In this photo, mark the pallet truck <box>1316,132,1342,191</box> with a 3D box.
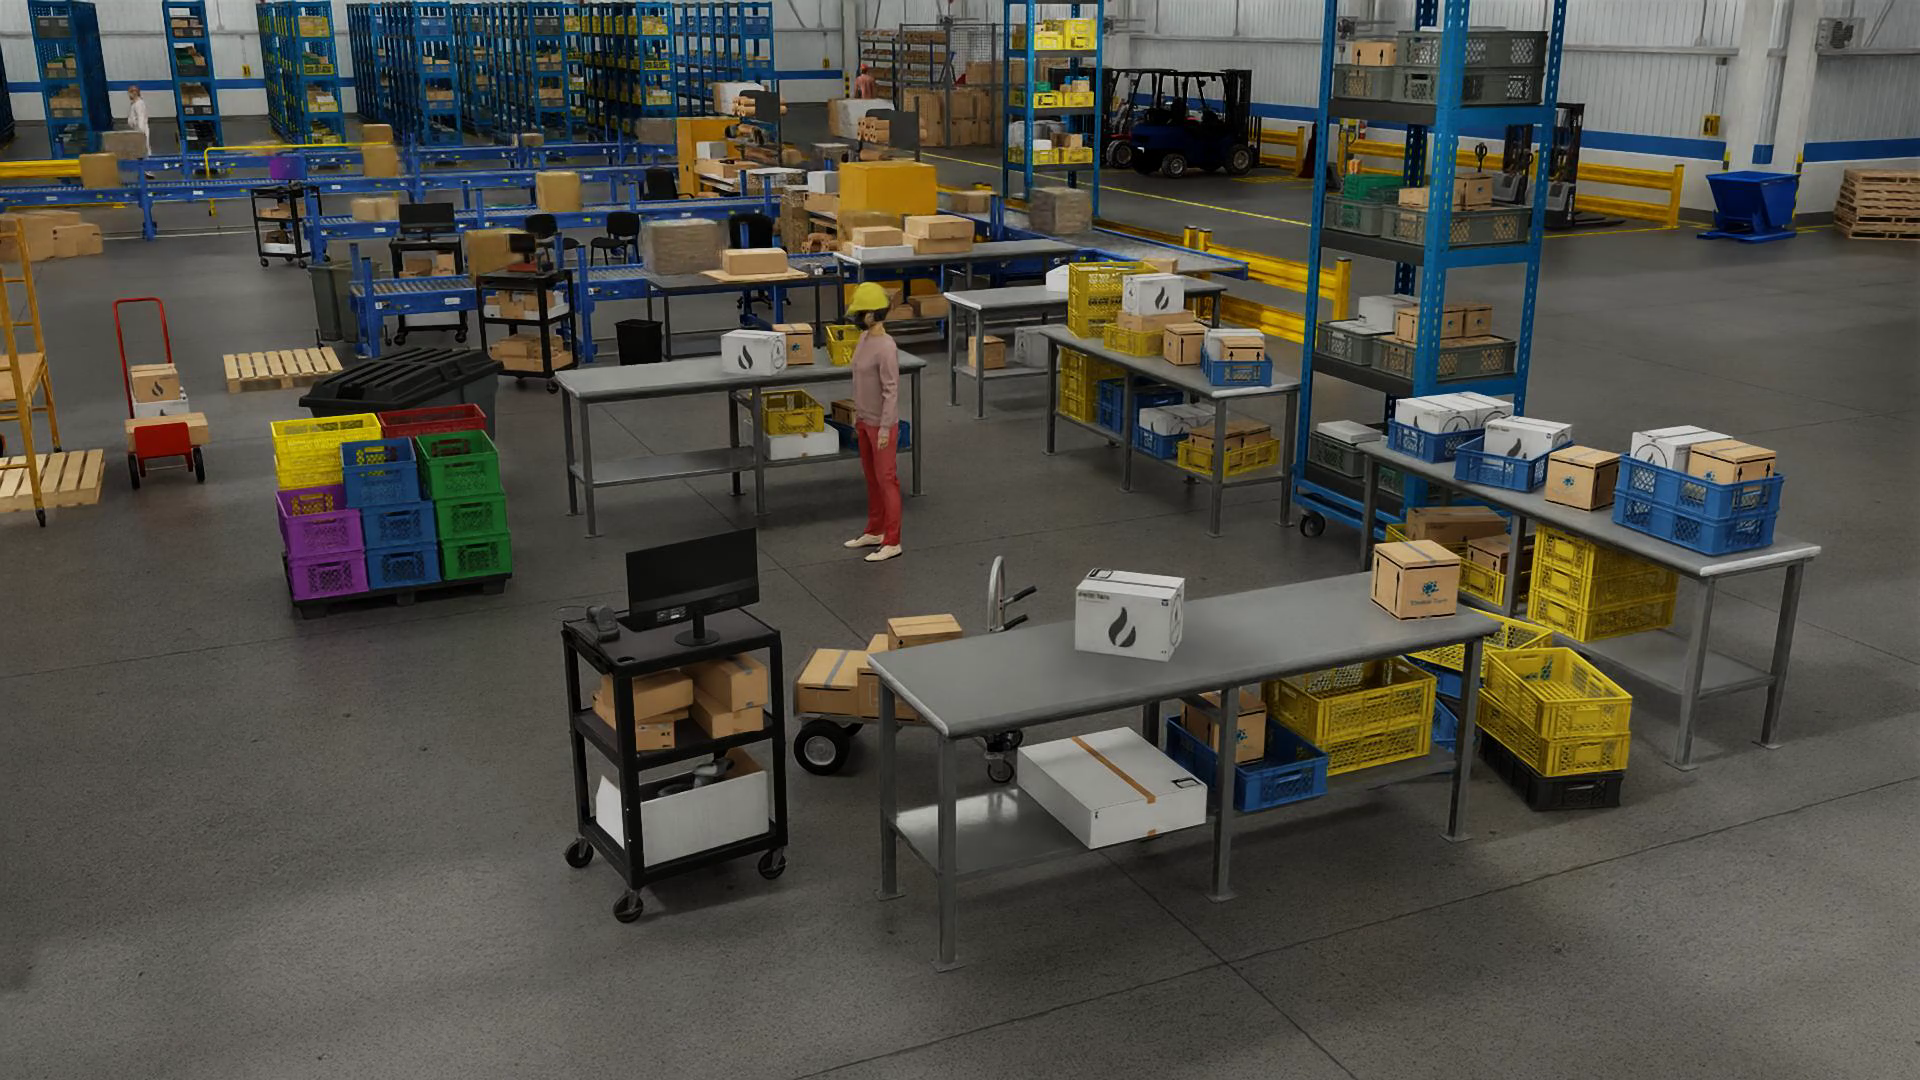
[{"bbox_3d":[7.723,-7.504,32.656,1.601,1.201,0.680,-8,19,-23],"label":"pallet truck"}]

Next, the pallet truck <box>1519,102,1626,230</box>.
[{"bbox_3d":[9.972,-6.037,26.785,1.885,1.965,0.823,-9,20,-25],"label":"pallet truck"}]

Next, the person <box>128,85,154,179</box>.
[{"bbox_3d":[-17.078,-8.482,34.636,0.410,1.908,0.643,-8,19,-24],"label":"person"}]

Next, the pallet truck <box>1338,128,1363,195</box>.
[{"bbox_3d":[7.845,-7.140,31.411,1.522,1.261,0.704,-9,20,-25],"label":"pallet truck"}]

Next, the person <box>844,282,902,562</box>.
[{"bbox_3d":[-0.546,-0.748,10.498,0.306,1.770,0.525,-8,19,-24],"label":"person"}]

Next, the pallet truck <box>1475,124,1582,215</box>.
[{"bbox_3d":[9.707,-6.455,28.103,1.885,1.965,0.823,-7,19,-20],"label":"pallet truck"}]

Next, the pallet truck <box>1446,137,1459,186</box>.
[{"bbox_3d":[9.184,-6.485,29.328,1.630,1.274,0.653,-8,19,-23],"label":"pallet truck"}]

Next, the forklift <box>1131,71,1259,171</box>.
[{"bbox_3d":[4.998,-8.936,35.413,2.680,1.987,1.157,-9,20,-25],"label":"forklift"}]

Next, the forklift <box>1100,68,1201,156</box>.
[{"bbox_3d":[4.082,-9.564,37.410,2.680,1.987,1.157,-8,19,-23],"label":"forklift"}]

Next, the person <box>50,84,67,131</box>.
[{"bbox_3d":[-22.118,-10.462,40.967,0.389,1.848,0.567,-8,19,-24],"label":"person"}]

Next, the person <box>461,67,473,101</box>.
[{"bbox_3d":[-16.068,-14.752,54.560,0.834,1.803,0.599,-13,22,-36],"label":"person"}]

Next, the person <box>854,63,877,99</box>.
[{"bbox_3d":[-2.687,-12.482,47.130,0.653,1.963,0.836,-1,18,-3],"label":"person"}]
